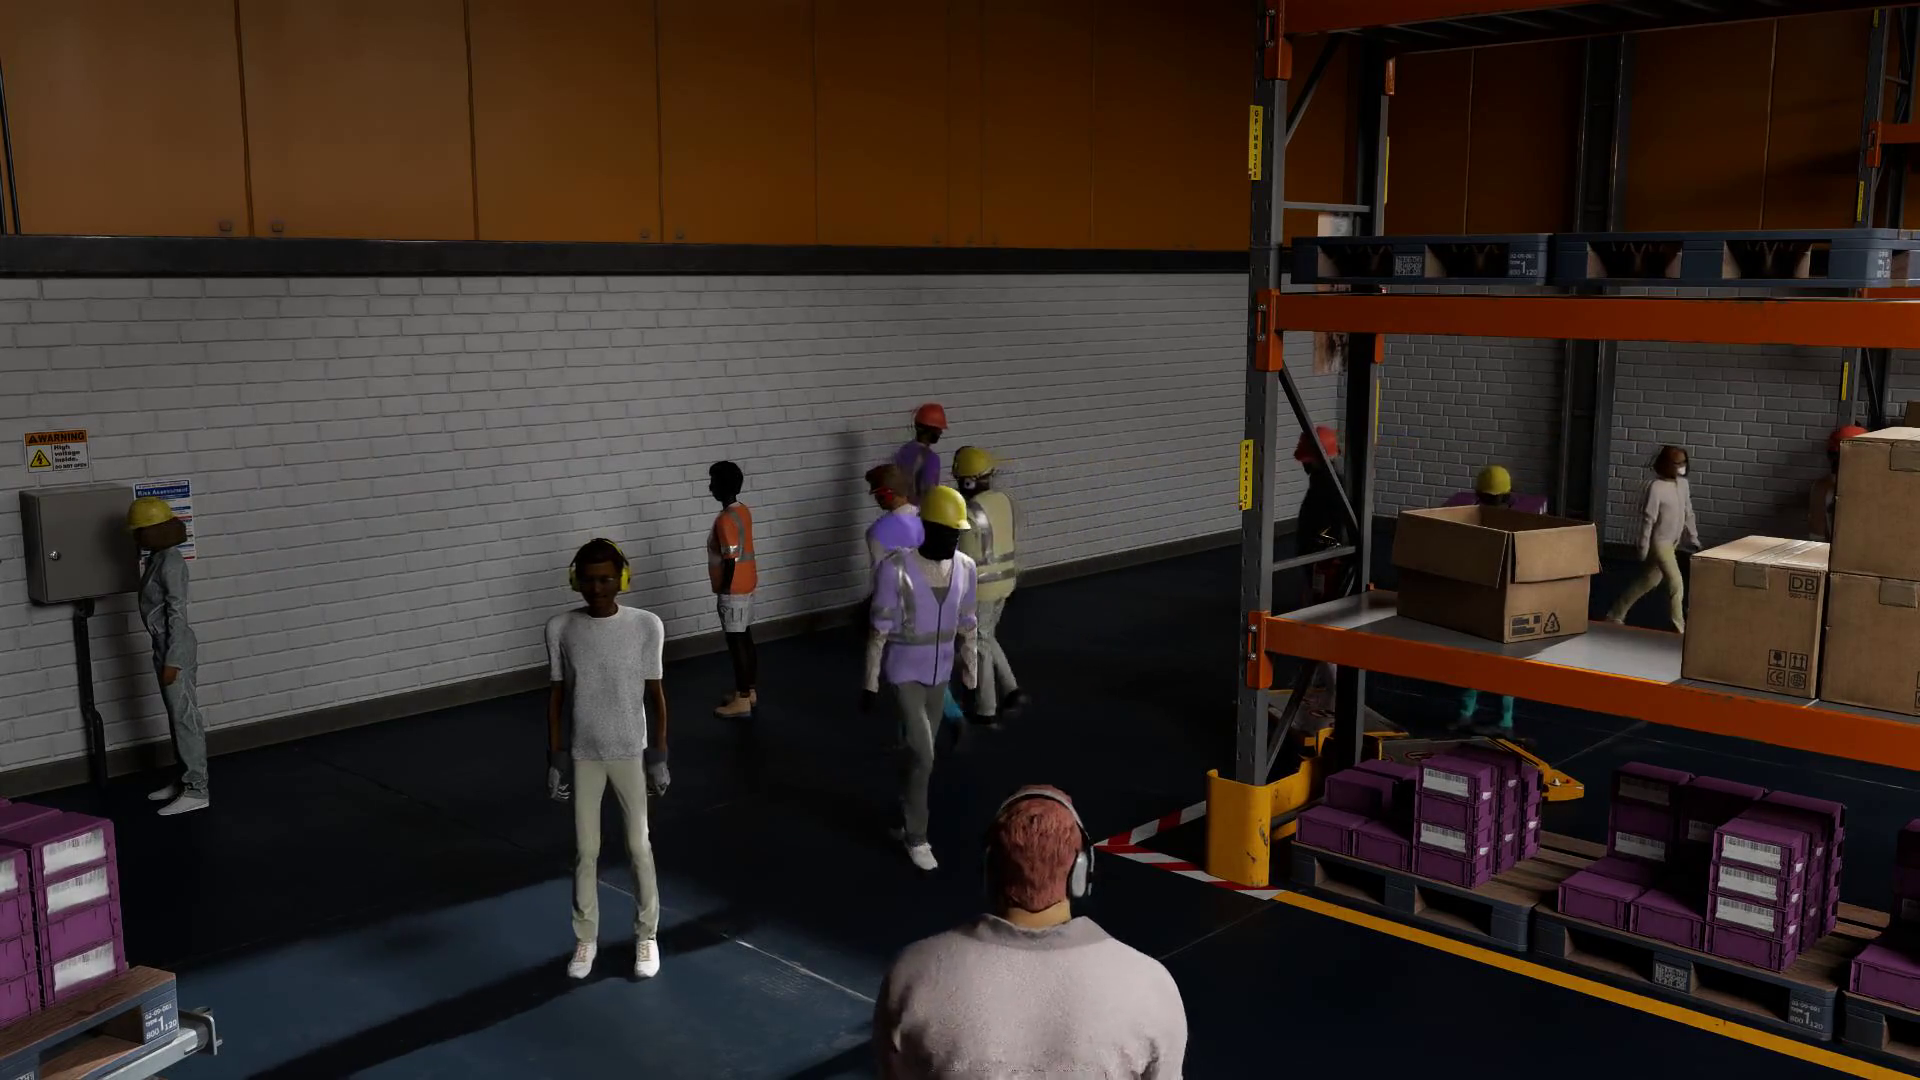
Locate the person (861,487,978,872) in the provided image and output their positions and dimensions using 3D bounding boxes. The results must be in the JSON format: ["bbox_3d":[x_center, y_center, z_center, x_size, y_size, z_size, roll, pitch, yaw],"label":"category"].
[{"bbox_3d":[-0.161,0.670,8.252,0.608,1.888,0.687,-8,12,-39],"label":"person"}]

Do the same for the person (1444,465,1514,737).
[{"bbox_3d":[3.315,0.383,10.463,0.379,1.748,0.558,-5,11,-30],"label":"person"}]

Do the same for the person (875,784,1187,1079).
[{"bbox_3d":[0.140,1.443,3.561,0.648,1.884,0.597,0,9,1],"label":"person"}]

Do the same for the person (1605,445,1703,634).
[{"bbox_3d":[5.503,0.026,13.121,0.505,1.592,0.845,-8,12,-41],"label":"person"}]

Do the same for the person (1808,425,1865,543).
[{"bbox_3d":[5.743,0.217,10.897,0.353,1.939,0.544,1,9,5],"label":"person"}]

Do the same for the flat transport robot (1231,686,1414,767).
[{"bbox_3d":[2.227,1.145,10.304,0.652,0.197,1.431,-2,9,-10],"label":"flat transport robot"}]

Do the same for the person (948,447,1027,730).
[{"bbox_3d":[0.135,0.311,10.663,0.425,1.823,0.636,6,11,34],"label":"person"}]

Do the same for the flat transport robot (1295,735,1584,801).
[{"bbox_3d":[2.680,1.301,9.346,1.431,0.197,0.652,-2,9,-10],"label":"flat transport robot"}]

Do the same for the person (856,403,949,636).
[{"bbox_3d":[-0.435,-0.142,13.249,0.835,1.896,0.587,-6,11,-32],"label":"person"}]

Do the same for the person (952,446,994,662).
[{"bbox_3d":[0.084,0.105,12.512,0.278,1.631,0.505,6,11,31],"label":"person"}]

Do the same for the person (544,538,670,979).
[{"bbox_3d":[-1.470,0.906,6.922,0.514,1.861,0.316,0,9,-2],"label":"person"}]

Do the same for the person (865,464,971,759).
[{"bbox_3d":[-0.260,0.454,9.835,0.561,1.808,0.648,9,13,43],"label":"person"}]

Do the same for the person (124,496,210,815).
[{"bbox_3d":[-4.319,0.621,9.042,0.312,1.736,0.483,-6,11,-31],"label":"person"}]

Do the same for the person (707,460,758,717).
[{"bbox_3d":[-1.505,0.319,10.996,0.318,1.698,0.539,1,9,4],"label":"person"}]

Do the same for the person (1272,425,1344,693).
[{"bbox_3d":[2.376,0.206,10.952,0.687,1.955,0.700,4,10,23],"label":"person"}]
